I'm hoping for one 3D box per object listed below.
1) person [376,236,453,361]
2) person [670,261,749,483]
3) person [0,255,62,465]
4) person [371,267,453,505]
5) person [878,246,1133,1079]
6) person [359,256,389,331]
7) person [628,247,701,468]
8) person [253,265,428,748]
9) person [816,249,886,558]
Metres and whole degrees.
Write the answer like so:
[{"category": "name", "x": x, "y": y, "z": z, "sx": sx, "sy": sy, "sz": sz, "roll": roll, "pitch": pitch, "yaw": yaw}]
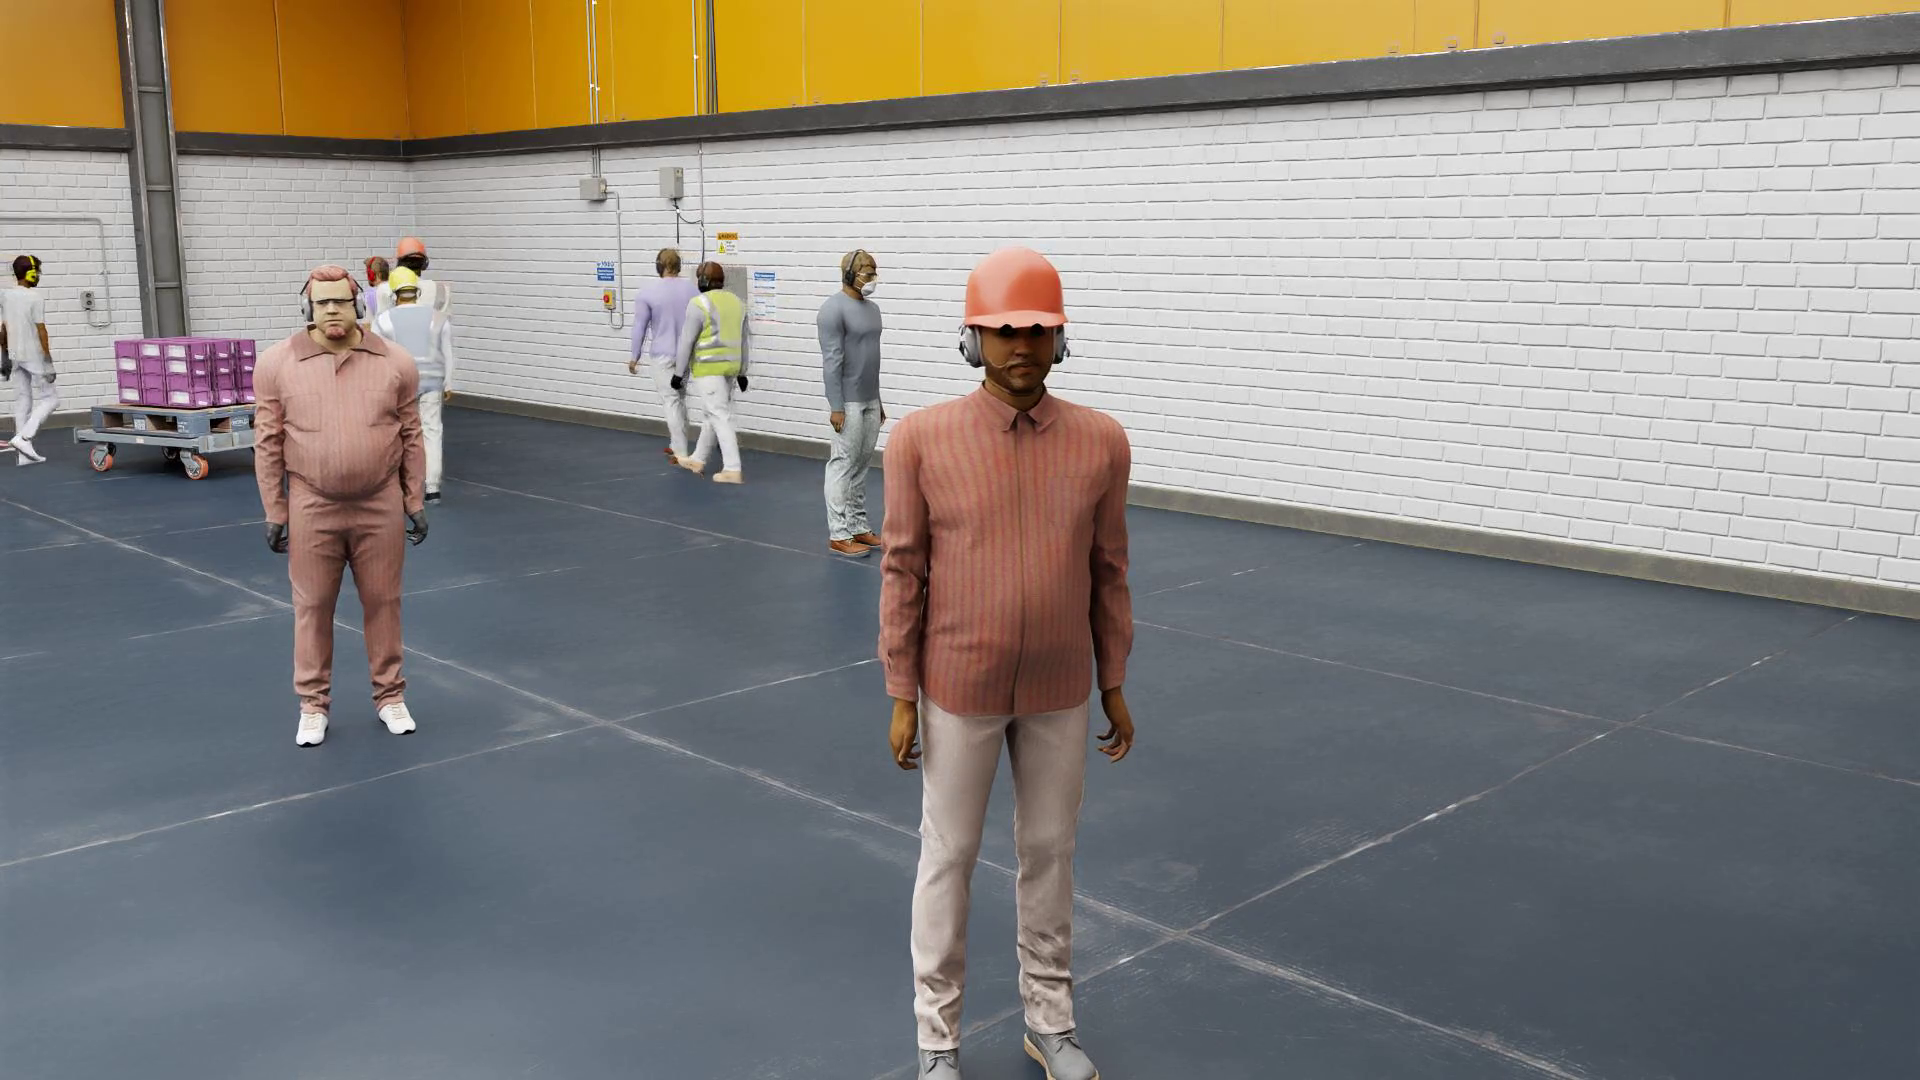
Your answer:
[{"category": "person", "x": -4.504, "y": -1.508, "z": 13.856, "sx": 0.617, "sy": 2.019, "sz": 0.853, "roll": -7, "pitch": 13, "yaw": -35}, {"category": "person", "x": -2.124, "y": -1.385, "z": 13.757, "sx": 0.906, "sy": 1.801, "sz": 0.627, "roll": 6, "pitch": 12, "yaw": 30}, {"category": "person", "x": -8.222, "y": -1.575, "z": 14.661, "sx": 0.642, "sy": 1.850, "sz": 0.428, "roll": 4, "pitch": 11, "yaw": 19}, {"category": "person", "x": -4.162, "y": -1.179, "z": 12.677, "sx": 0.588, "sy": 1.782, "sz": 0.932, "roll": -4, "pitch": 11, "yaw": -23}, {"category": "person", "x": 0.115, "y": 0.332, "z": 3.856, "sx": 0.609, "sy": 1.996, "sz": 0.379, "roll": -3, "pitch": 11, "yaw": -15}, {"category": "person", "x": -5.157, "y": -1.610, "z": 14.880, "sx": 0.429, "sy": 1.831, "sz": 0.602, "roll": 4, "pitch": 11, "yaw": 19}, {"category": "person", "x": -2.604, "y": -1.607, "z": 14.673, "sx": 0.645, "sy": 1.904, "sz": 0.886, "roll": -8, "pitch": 13, "yaw": -35}, {"category": "person", "x": -2.451, "y": -0.134, "z": 6.645, "sx": 0.644, "sy": 1.907, "sz": 0.400, "roll": -5, "pitch": 11, "yaw": -25}, {"category": "person", "x": -0.663, "y": -0.870, "z": 10.578, "sx": 0.373, "sy": 1.937, "sz": 0.629, "roll": 5, "pitch": 11, "yaw": 24}]
